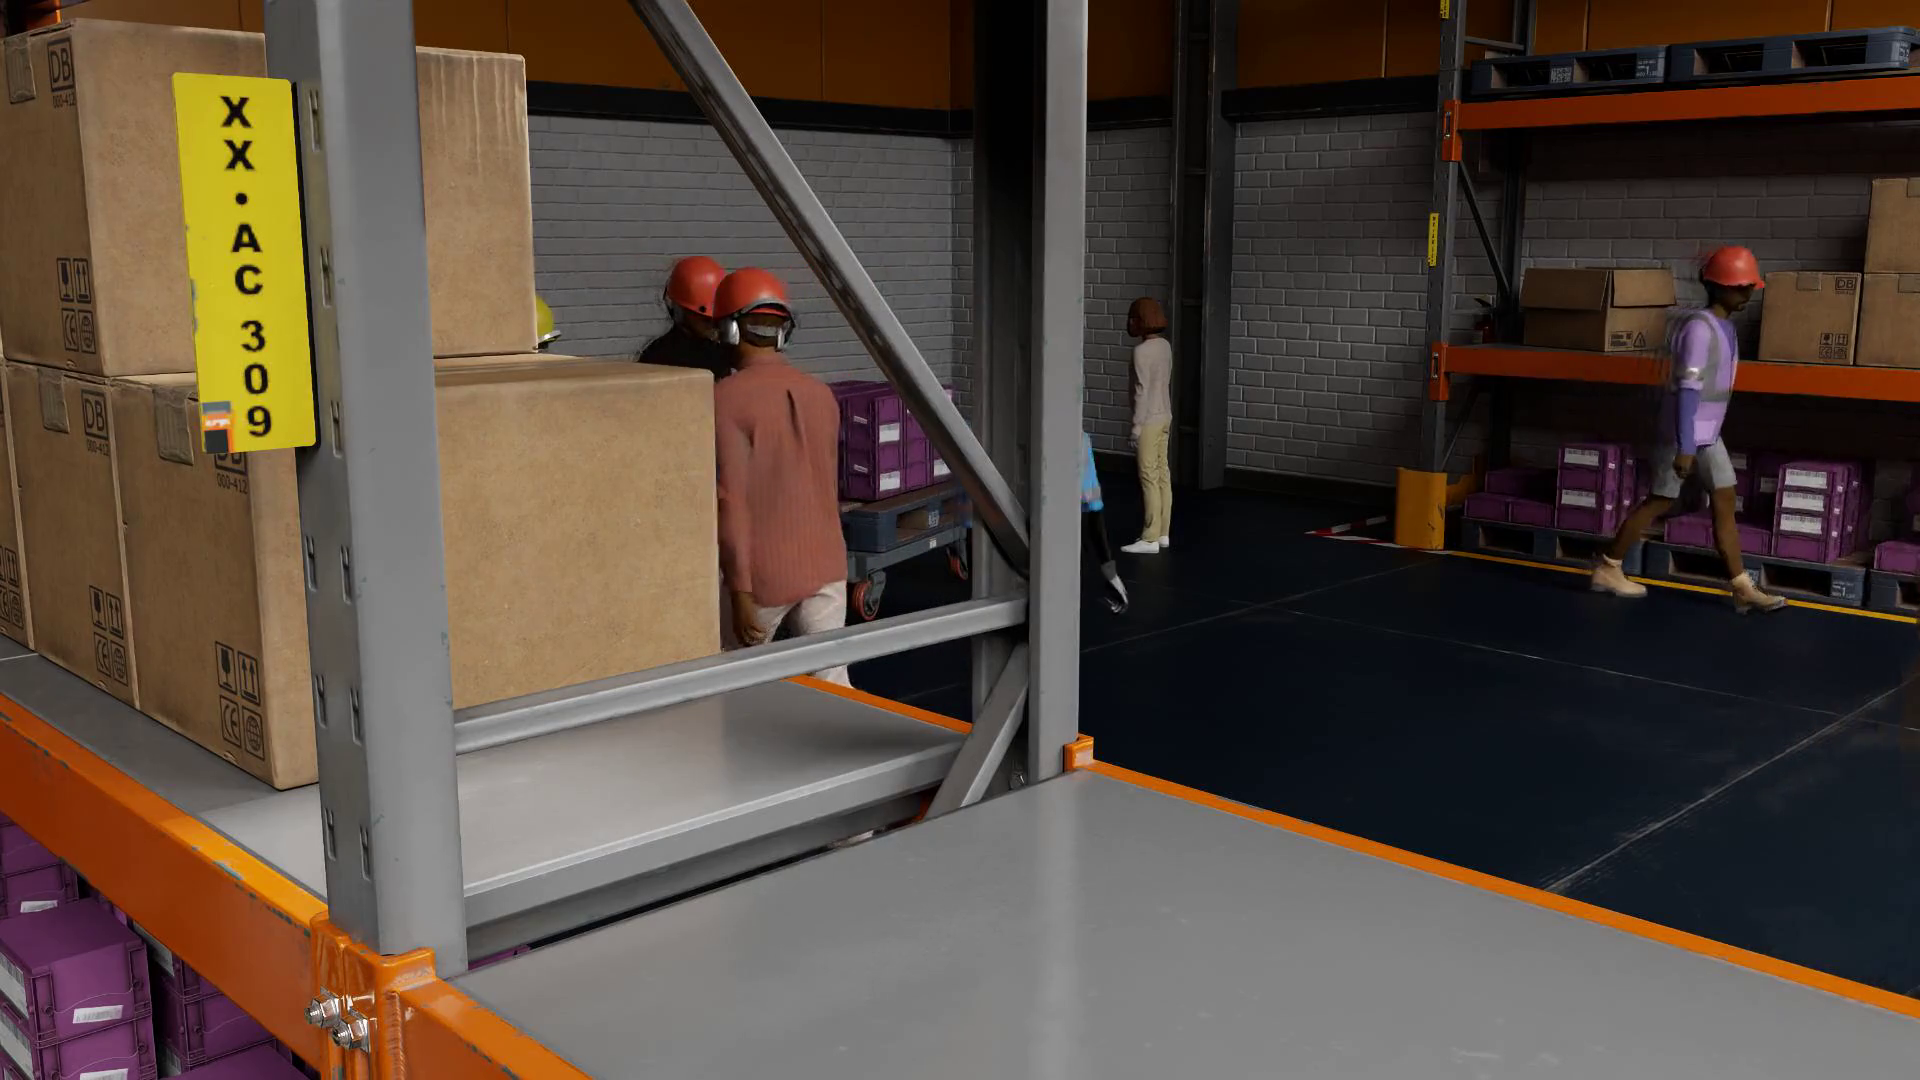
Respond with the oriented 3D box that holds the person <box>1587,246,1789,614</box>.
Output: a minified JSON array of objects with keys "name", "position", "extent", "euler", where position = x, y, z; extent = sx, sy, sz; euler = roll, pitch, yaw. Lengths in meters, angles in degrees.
[{"name":"person","position":[3.963,-0.592,8.998],"extent":[1.058,1.974,0.681],"euler":[10,14,42]}]

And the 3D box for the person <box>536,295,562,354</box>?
[{"name":"person","position":[-1.572,0.010,6.046],"extent":[0.403,1.837,0.590],"euler":[2,11,11]}]

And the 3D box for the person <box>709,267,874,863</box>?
[{"name":"person","position":[-0.614,0.106,5.304],"extent":[1.046,1.909,0.620],"euler":[9,14,42]}]

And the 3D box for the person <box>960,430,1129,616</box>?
[{"name":"person","position":[0.305,0.172,5.619],"extent":[0.545,1.657,0.738],"euler":[-9,14,-42]}]

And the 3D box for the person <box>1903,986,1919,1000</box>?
[{"name":"person","position":[1.984,0.577,2.811],"extent":[0.633,1.885,1.008],"euler":[-3,11,-14]}]

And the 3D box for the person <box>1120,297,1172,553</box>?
[{"name":"person","position":[1.201,-0.729,10.635],"extent":[0.286,1.632,0.500],"euler":[6,12,28]}]

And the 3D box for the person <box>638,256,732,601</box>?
[{"name":"person","position":[-1.168,-0.186,6.819],"extent":[0.674,1.946,0.658],"euler":[5,11,24]}]
